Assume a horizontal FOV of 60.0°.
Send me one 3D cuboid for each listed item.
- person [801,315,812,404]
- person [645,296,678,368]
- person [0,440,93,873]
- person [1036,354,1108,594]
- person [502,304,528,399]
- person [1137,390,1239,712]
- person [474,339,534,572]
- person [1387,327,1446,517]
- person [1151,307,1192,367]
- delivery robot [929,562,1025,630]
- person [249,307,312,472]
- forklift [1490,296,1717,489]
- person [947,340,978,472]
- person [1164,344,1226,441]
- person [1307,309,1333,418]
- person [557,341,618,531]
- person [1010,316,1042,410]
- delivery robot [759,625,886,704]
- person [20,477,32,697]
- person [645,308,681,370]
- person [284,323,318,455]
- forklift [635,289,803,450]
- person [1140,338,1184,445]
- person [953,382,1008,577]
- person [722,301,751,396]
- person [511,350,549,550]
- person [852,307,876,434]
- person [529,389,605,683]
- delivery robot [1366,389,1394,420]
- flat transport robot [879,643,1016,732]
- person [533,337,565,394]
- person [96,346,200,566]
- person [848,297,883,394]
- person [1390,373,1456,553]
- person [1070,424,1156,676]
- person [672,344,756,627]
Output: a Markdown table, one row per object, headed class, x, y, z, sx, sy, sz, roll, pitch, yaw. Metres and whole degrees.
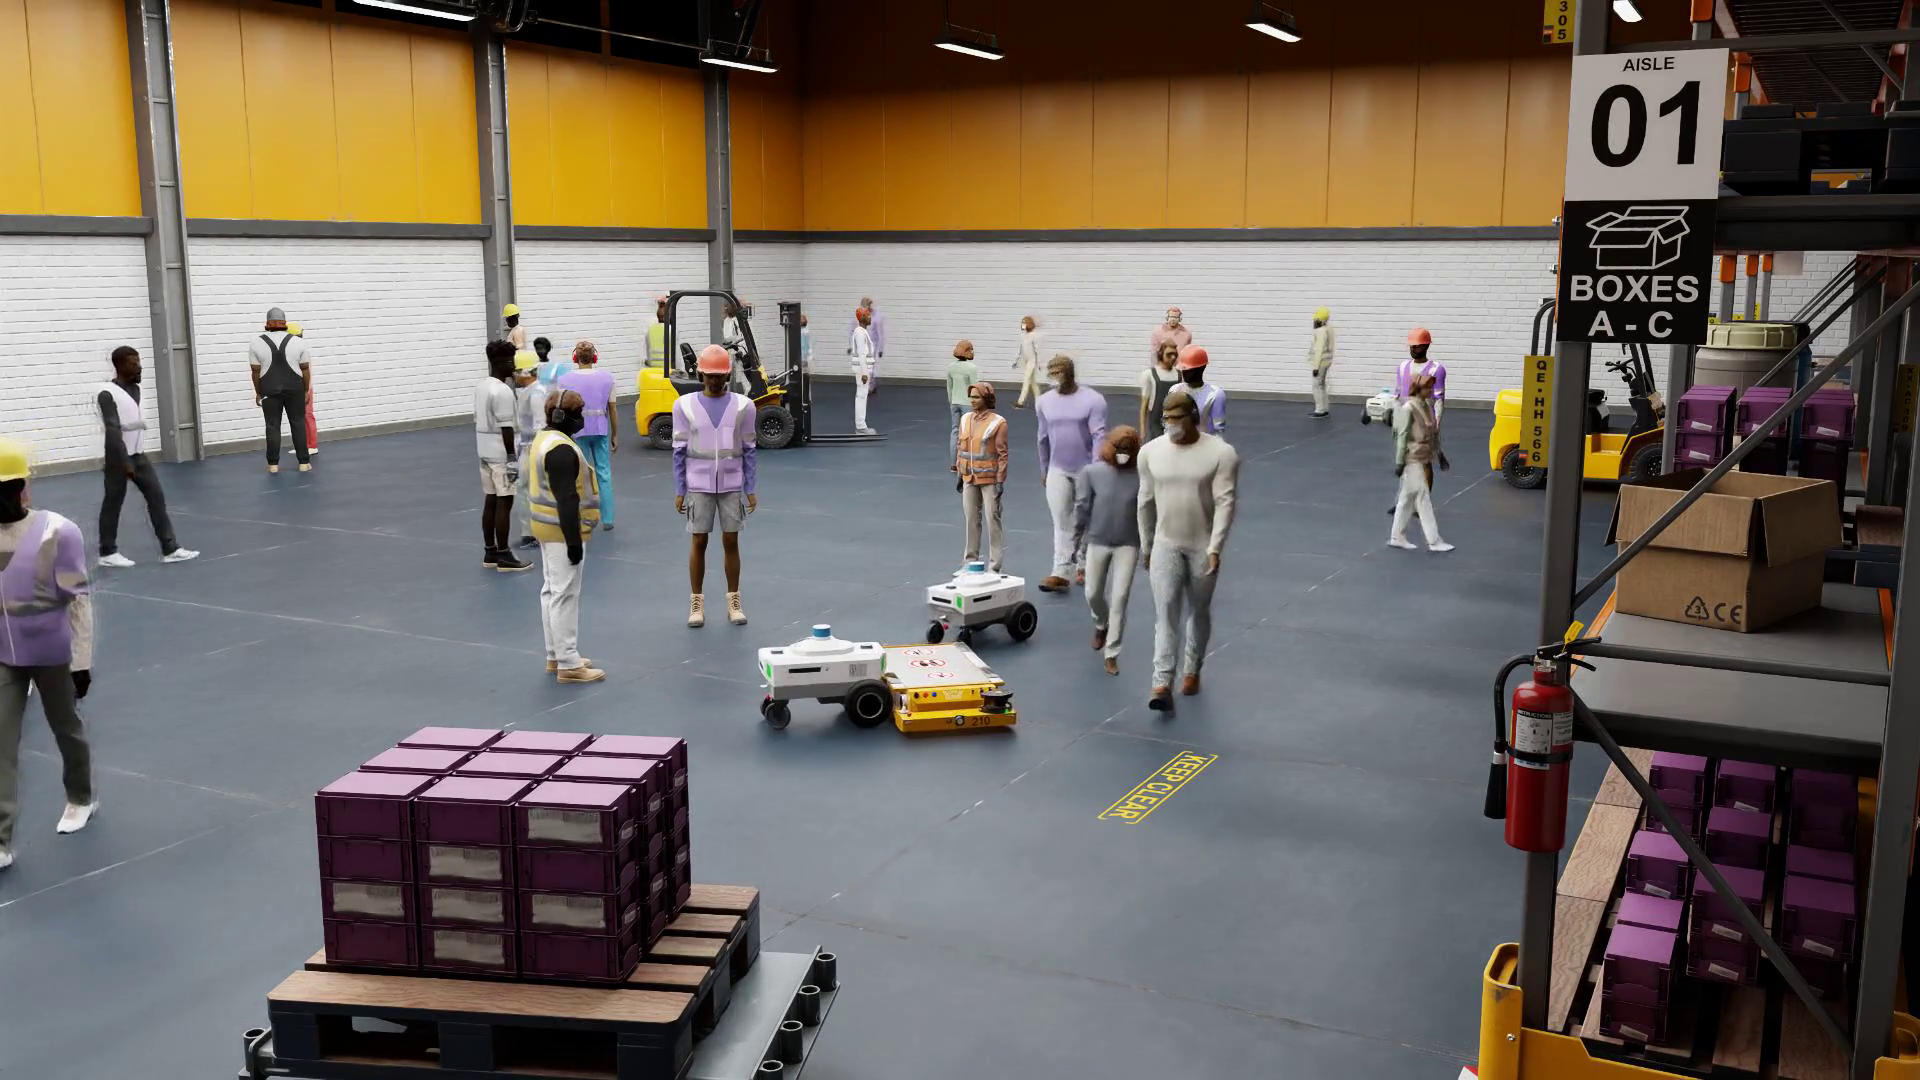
| class | x | y | z | sx | sy | sz | roll | pitch | yaw |
| --- | --- | --- | --- | --- | --- | --- | --- | --- | --- |
| person | -2.768 | -3.143 | 29.146 | 0.348 | 1.612 | 0.601 | -5 | 11 | -28 |
| person | -4.883 | -2.959 | 27.047 | 0.395 | 1.996 | 0.773 | 4 | 10 | 21 |
| person | -4.167 | 0.487 | 7.393 | 0.604 | 1.871 | 0.980 | -1 | 10 | -6 |
| person | 0.858 | -0.525 | 13.227 | 0.622 | 1.873 | 0.931 | 3 | 10 | 17 |
| person | -6.705 | -2.602 | 25.154 | 0.381 | 1.917 | 0.584 | -3 | 10 | -15 |
| person | 1.306 | 0.064 | 9.809 | 0.621 | 1.875 | 1.020 | 3 | 10 | 18 |
| person | -3.896 | -0.717 | 14.101 | 0.367 | 1.963 | 0.609 | -7 | 12 | -35 |
| person | 4.656 | -1.200 | 16.977 | 0.548 | 1.938 | 0.358 | 9 | 13 | 43 |
| person | 3.103 | -2.451 | 24.326 | 0.638 | 1.904 | 0.402 | -2 | 10 | -14 |
| delivery robot | 0.117 | 0.393 | 11.479 | 0.477 | 0.478 | 0.707 | 9 | 14 | 43 |
| person | -8.342 | -1.852 | 20.453 | 0.681 | 2.000 | 0.538 | -4 | 10 | -20 |
| forklift | 7.296 | -1.677 | 18.993 | 2.313 | 2.155 | 1.214 | 5 | 11 | 27 |
| person | 0.053 | -1.630 | 20.349 | 0.500 | 1.633 | 0.281 | 9 | 13 | 42 |
| person | 1.946 | -0.675 | 13.962 | 0.542 | 1.930 | 0.375 | 6 | 12 | 33 |
| person | 5.858 | -2.865 | 27.068 | 0.404 | 1.783 | 0.729 | 4 | 11 | 24 |
| person | -3.573 | -0.988 | 16.013 | 0.567 | 1.847 | 0.389 | -4 | 11 | -22 |
| person | 1.112 | -3.023 | 28.501 | 0.803 | 1.598 | 0.513 | -5 | 11 | -29 |
| delivery robot | -0.792 | 0.729 | 9.535 | 0.707 | 0.478 | 0.477 | -2 | 10 | -13 |
| person | -5.830 | 0.099 | 9.966 | 0.525 | 1.765 | 0.329 | -1 | 10 | -6 |
| person | -4.585 | -2.688 | 25.878 | 0.624 | 1.841 | 0.430 | 6 | 11 | 31 |
| person | -8.790 | -1.999 | 22.127 | 0.337 | 1.759 | 0.525 | -9 | 13 | -41 |
| forklift | -3.358 | -2.392 | 23.136 | 2.313 | 2.155 | 1.214 | -1 | 10 | -5 |
| person | 2.117 | -1.179 | 17.211 | 0.526 | 1.820 | 0.832 | -3 | 10 | -18 |
| person | 0.177 | -0.481 | 13.671 | 0.514 | 1.642 | 0.311 | 8 | 13 | 40 |
| person | -4.105 | -3.341 | 29.630 | 0.987 | 1.839 | 0.597 | -9 | 13 | -42 |
| person | -3.946 | -0.814 | 15.091 | 0.566 | 1.807 | 0.600 | -3 | 10 | -15 |
| person | -1.426 | -2.497 | 24.635 | 0.347 | 1.884 | 0.584 | -1 | 10 | -5 |
| person | -2.483 | -0.029 | 10.489 | 0.430 | 1.840 | 0.623 | -4 | 11 | -22 |
| delivery robot | 6.669 | -2.128 | 26.075 | 0.477 | 0.478 | 0.707 | 8 | 13 | 39 |
| flat transport robot | -0.164 | 0.848 | 9.942 | 0.652 | 0.197 | 1.431 | -2 | 10 | -13 |
| person | -5.111 | -1.699 | 20.648 | 0.532 | 1.668 | 0.804 | 1 | 10 | 3 |
| person | -7.022 | -0.701 | 14.209 | 0.904 | 1.886 | 0.586 | 1 | 10 | 6 |
| person | -1.734 | -3.644 | 31.311 | 0.637 | 1.876 | 0.911 | 6 | 11 | 30 |
| person | 4.194 | -0.682 | 14.913 | 0.713 | 1.615 | 0.518 | 7 | 12 | 35 |
| person | 0.999 | 0.033 | 10.764 | 0.534 | 1.612 | 0.558 | 2 | 10 | 9 |
| person | -1.758 | -0.388 | 11.984 | 0.607 | 2.040 | 0.378 | -2 | 10 | -14 |
